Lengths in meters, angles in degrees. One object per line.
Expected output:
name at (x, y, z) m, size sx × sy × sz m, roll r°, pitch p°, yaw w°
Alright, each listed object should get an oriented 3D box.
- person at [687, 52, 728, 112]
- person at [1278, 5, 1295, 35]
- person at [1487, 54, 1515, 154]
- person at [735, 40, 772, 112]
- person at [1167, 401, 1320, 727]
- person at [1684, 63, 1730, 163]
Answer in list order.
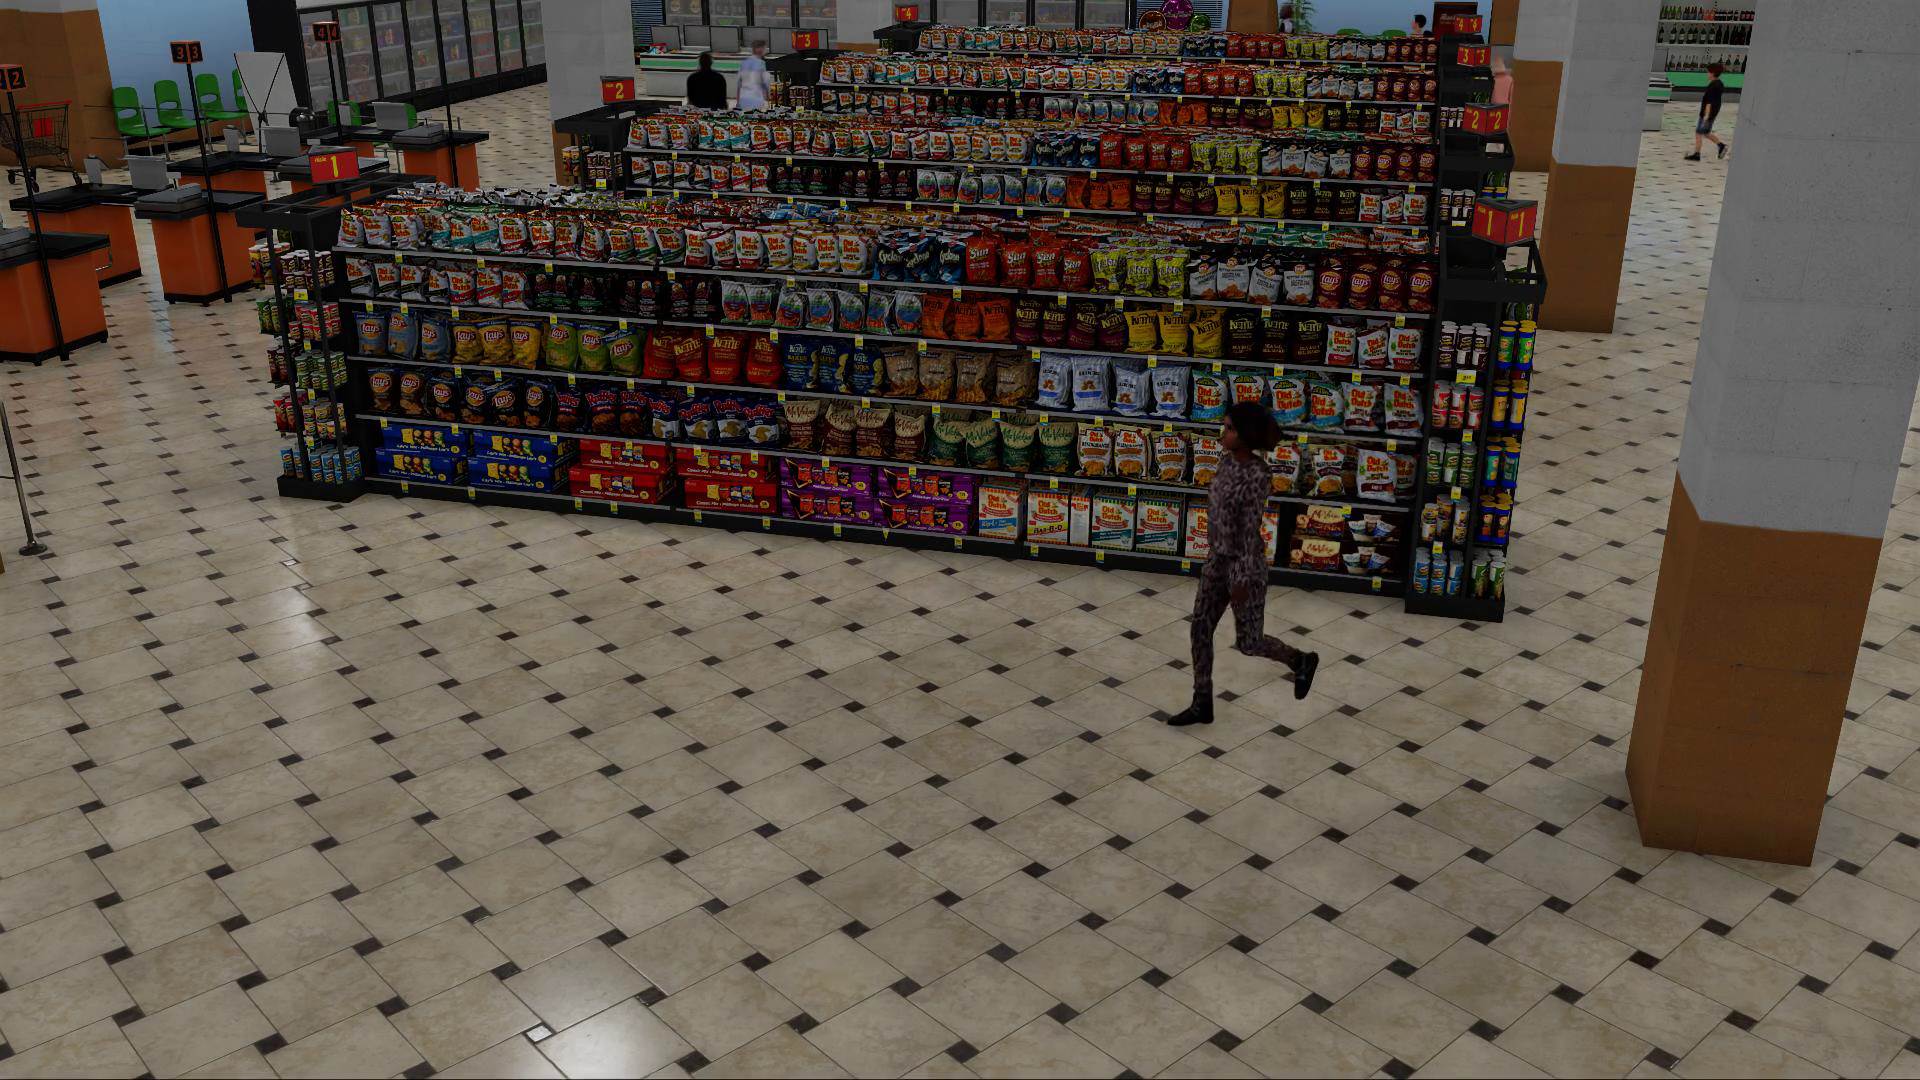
person at (-3.417, -5.638, 22.497) m, size 1.176 × 1.791 × 1.107 m, roll -5°, pitch 22°, yaw -13°
person at (6.023, -8.817, 30.401) m, size 1.216 × 1.798 × 0.865 m, roll 0°, pitch 22°, yaw 0°
person at (7.514, -5.885, 23.234) m, size 0.697 × 1.700 × 0.795 m, roll -1°, pitch 22°, yaw -1°
person at (-3.075, -6.318, 24.208) m, size 1.171 × 1.777 × 1.012 m, roll 12°, pitch 25°, yaw 27°
person at (1.441, 0.152, 8.219) m, size 1.096 × 1.693 × 0.963 m, roll -8°, pitch 23°, yaw -20°
person at (11.171, -6.321, 24.675) m, size 0.900 × 1.435 × 0.747 m, roll 18°, pitch 28°, yaw 37°
